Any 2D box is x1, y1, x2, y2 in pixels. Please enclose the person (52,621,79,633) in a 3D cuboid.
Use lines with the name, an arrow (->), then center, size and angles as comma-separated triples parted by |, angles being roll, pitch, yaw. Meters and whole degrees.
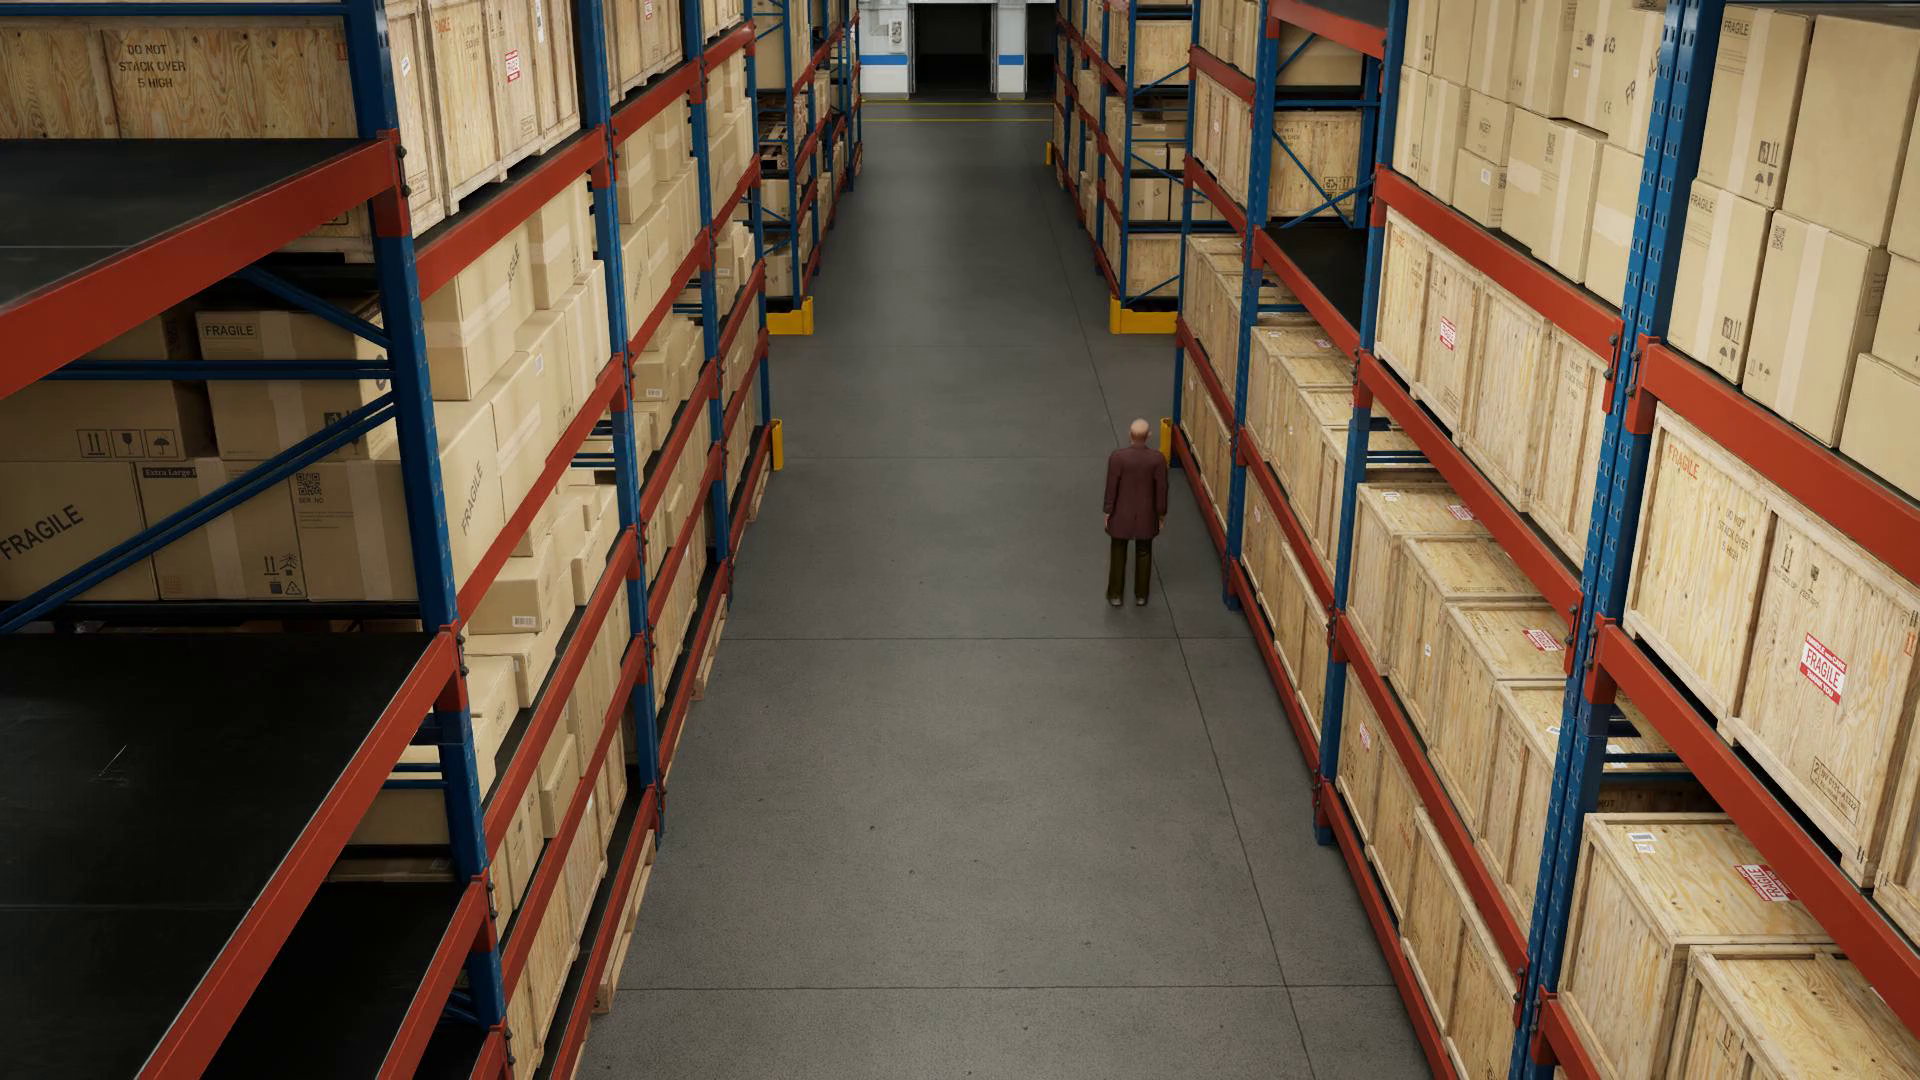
person -> -7.773, 0.223, 14.123 | 0.448, 1.607, 0.418 | 6, 22, 16

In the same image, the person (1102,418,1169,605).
person -> 1.585, -0.275, 15.156 | 0.586, 1.784, 0.441 | 0, 22, 0
